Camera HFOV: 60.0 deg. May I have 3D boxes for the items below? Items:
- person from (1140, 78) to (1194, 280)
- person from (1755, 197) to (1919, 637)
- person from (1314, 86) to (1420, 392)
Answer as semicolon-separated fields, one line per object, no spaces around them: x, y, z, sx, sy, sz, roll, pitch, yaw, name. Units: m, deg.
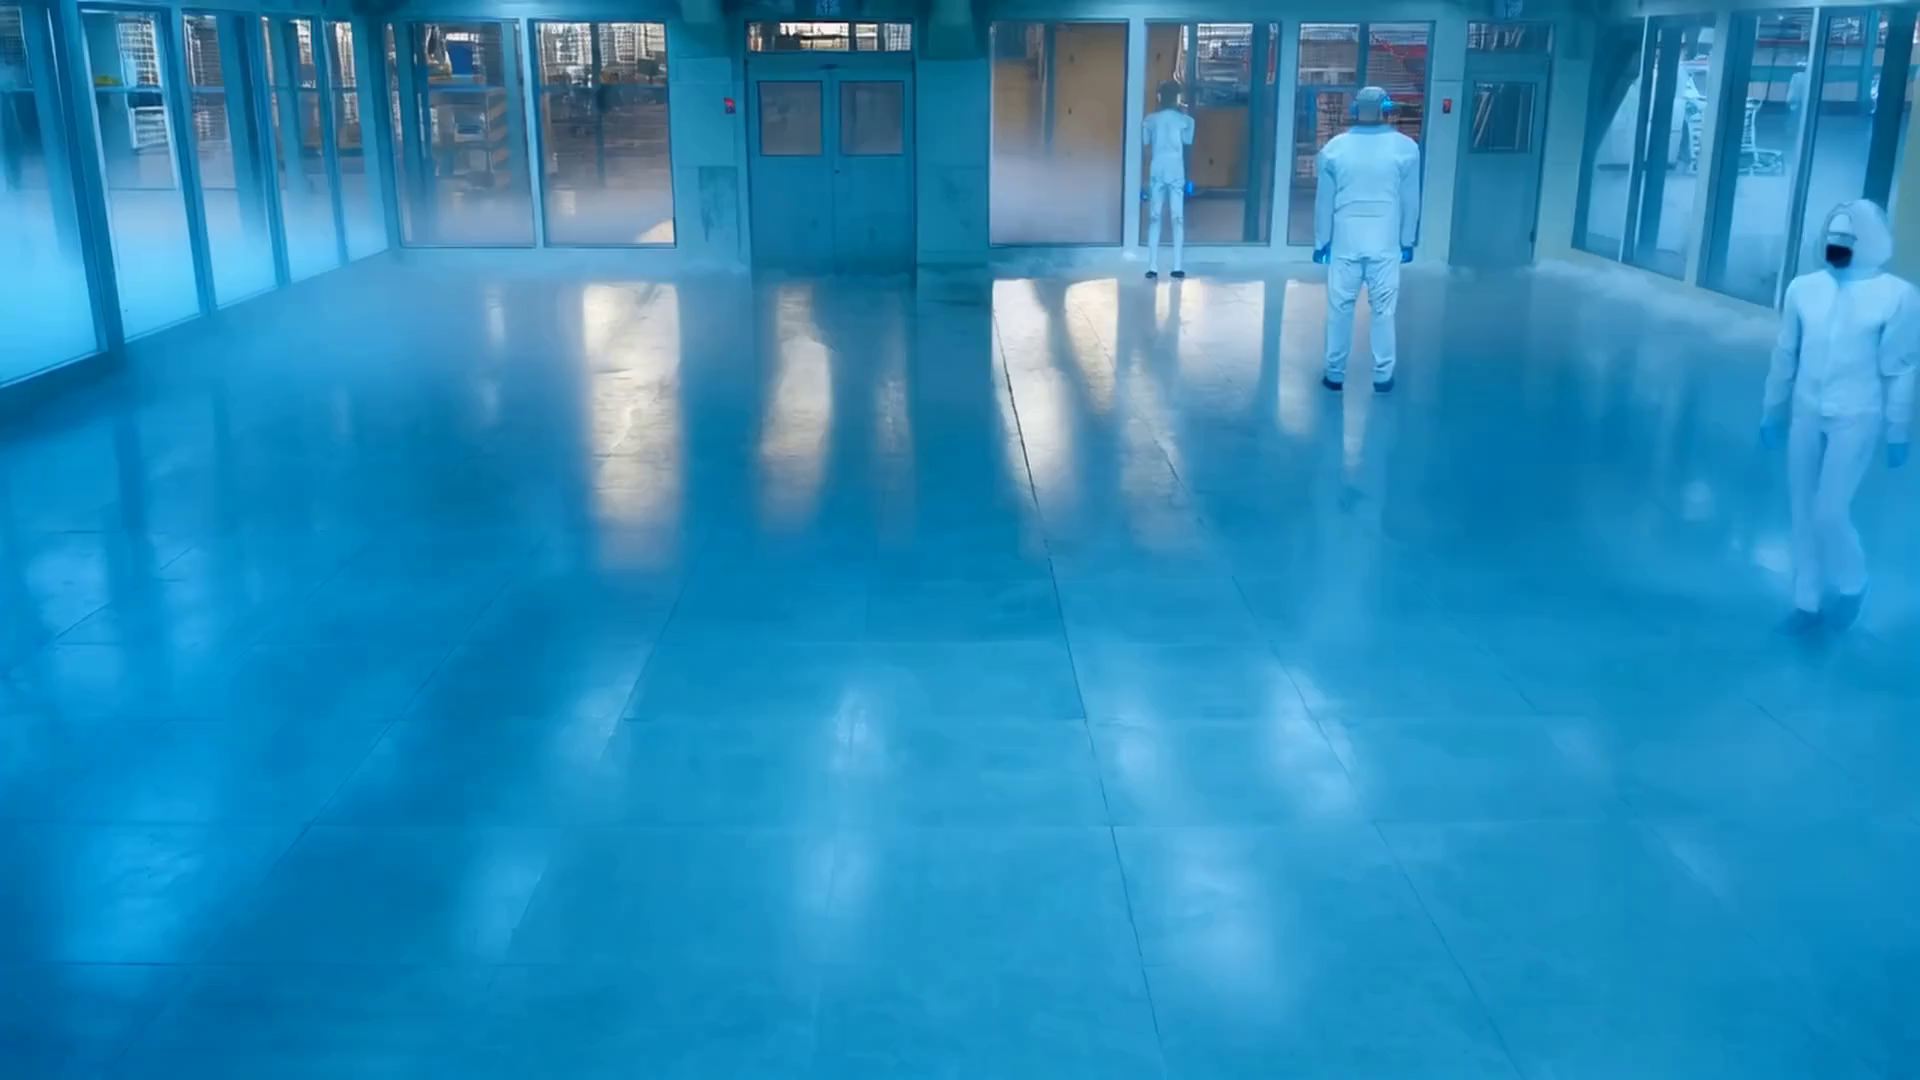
1.964;-3.404;15.754;0.513;1.872;0.328;3;17;10;person
3.143;-0.418;6.020;0.339;1.617;0.515;-8;18;-26;person
2.566;-1.891;10.549;0.636;1.903;0.405;3;17;11;person
